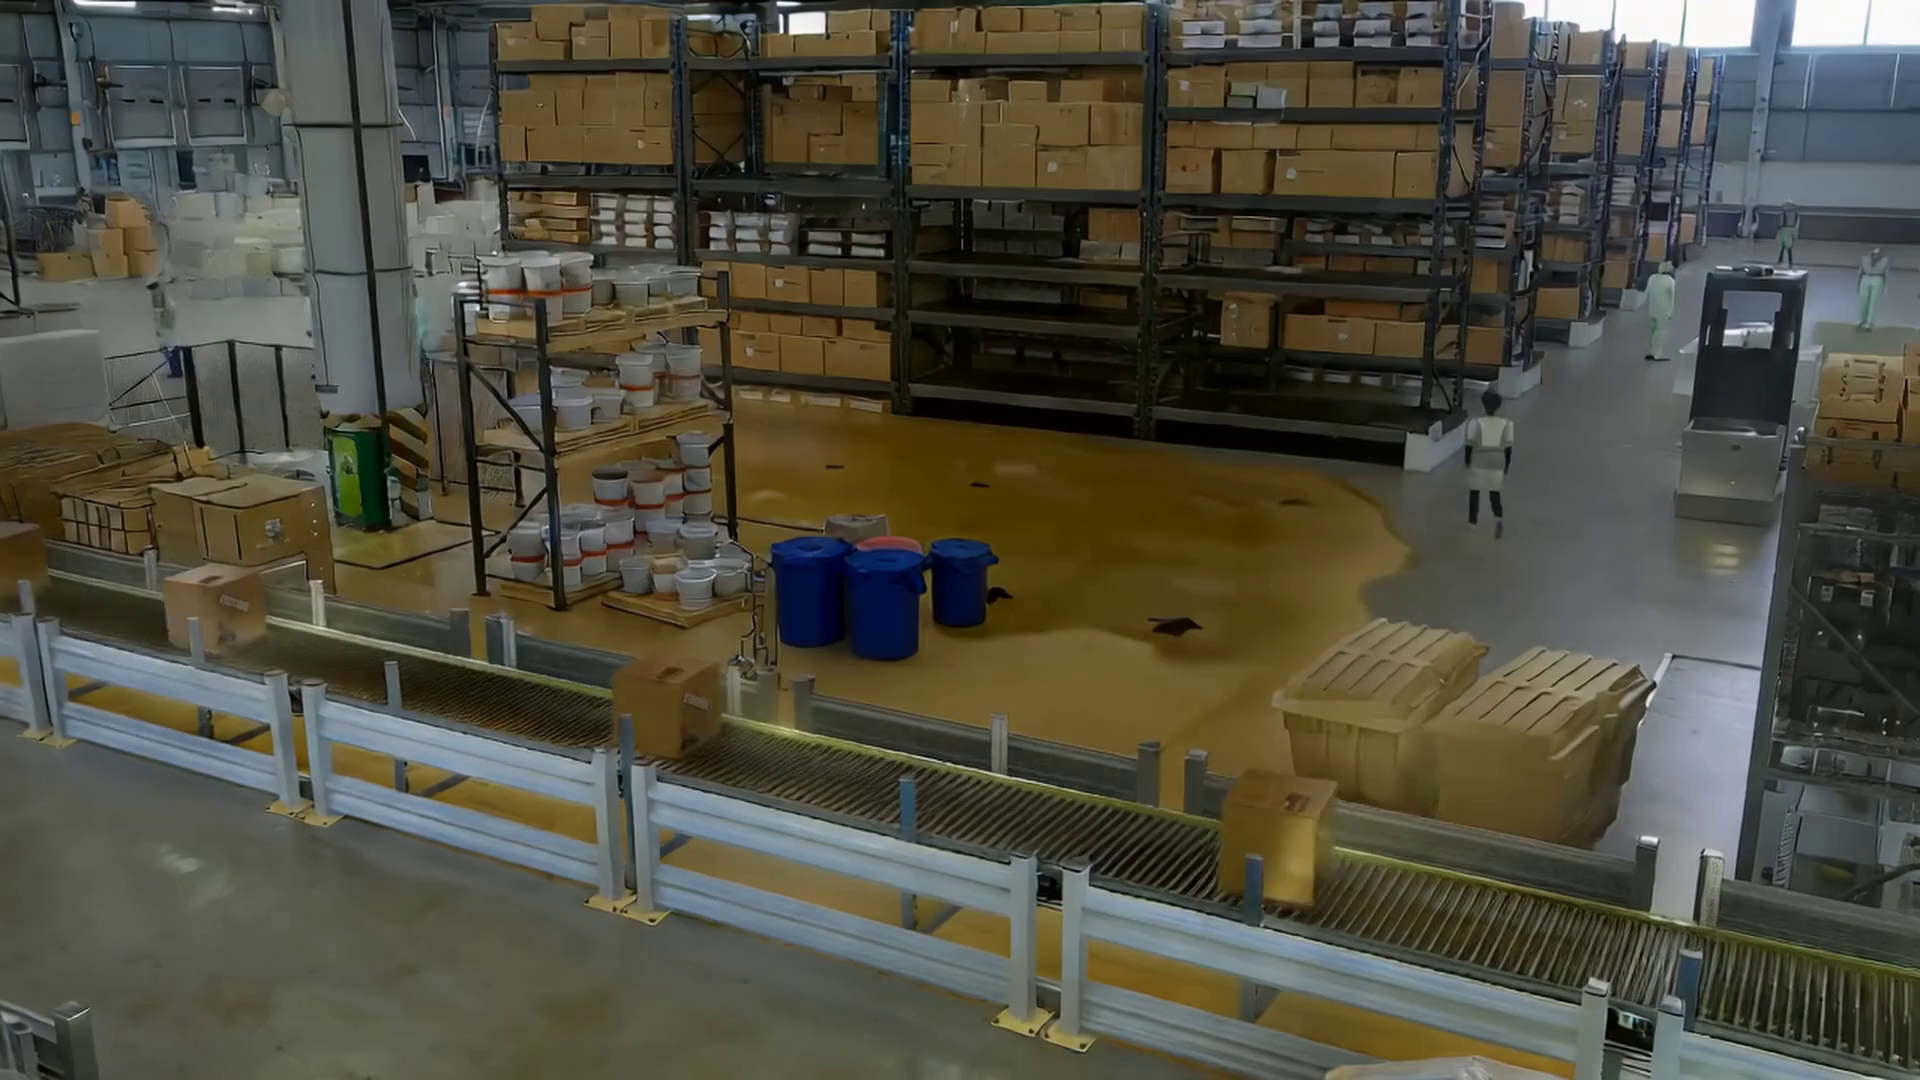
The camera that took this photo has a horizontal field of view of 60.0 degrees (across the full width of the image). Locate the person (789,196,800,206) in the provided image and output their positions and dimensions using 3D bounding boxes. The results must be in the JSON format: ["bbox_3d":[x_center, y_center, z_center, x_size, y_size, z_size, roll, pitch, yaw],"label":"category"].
[{"bbox_3d":[-5.628,-10.717,55.793,0.552,1.613,0.665,4,15,13],"label":"person"}]

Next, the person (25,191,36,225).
[{"bbox_3d":[-32.258,-11.265,57.742,0.419,1.684,0.539,-1,15,-5],"label":"person"}]

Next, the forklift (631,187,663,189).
[{"bbox_3d":[-8.898,-9.150,47.498,1.129,2.768,1.873,1,15,2],"label":"forklift"}]

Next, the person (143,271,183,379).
[{"bbox_3d":[-13.968,-3.782,29.193,0.400,1.912,0.706,-1,15,-5],"label":"person"}]

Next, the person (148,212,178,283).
[{"bbox_3d":[-21.231,-7.727,44.058,0.655,1.879,1.035,9,17,31],"label":"person"}]

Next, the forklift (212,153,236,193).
[{"bbox_3d":[-26.967,-12.815,61.276,1.873,2.768,1.129,4,15,13],"label":"forklift"}]

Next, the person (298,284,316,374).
[{"bbox_3d":[-11.465,-3.739,29.571,0.425,1.621,0.527,-6,16,-23],"label":"person"}]

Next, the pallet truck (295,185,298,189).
[{"bbox_3d":[-26.804,-14.617,69.738,1.885,1.965,0.823,-14,20,-42],"label":"pallet truck"}]

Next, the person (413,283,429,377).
[{"bbox_3d":[-9.578,-3.677,29.228,0.426,1.676,0.539,0,15,-1],"label":"person"}]

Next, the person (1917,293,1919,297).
[{"bbox_3d":[23.907,-6.738,40.432,0.851,1.841,0.687,11,19,36],"label":"person"}]

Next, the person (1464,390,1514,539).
[{"bbox_3d":[5.881,-0.821,18.498,0.538,1.681,0.650,1,15,3],"label":"person"}]

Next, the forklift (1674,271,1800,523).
[{"bbox_3d":[9.269,-1.763,19.726,1.129,2.768,1.873,8,17,27],"label":"forklift"}]

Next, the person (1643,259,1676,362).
[{"bbox_3d":[13.132,-4.295,31.132,0.399,1.900,0.645,-6,16,-21],"label":"person"}]

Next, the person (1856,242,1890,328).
[{"bbox_3d":[19.560,-5.471,35.682,0.591,1.826,0.470,10,18,34],"label":"person"}]

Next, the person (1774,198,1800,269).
[{"bbox_3d":[23.607,-8.726,47.512,0.610,2.040,0.394,2,15,6],"label":"person"}]
